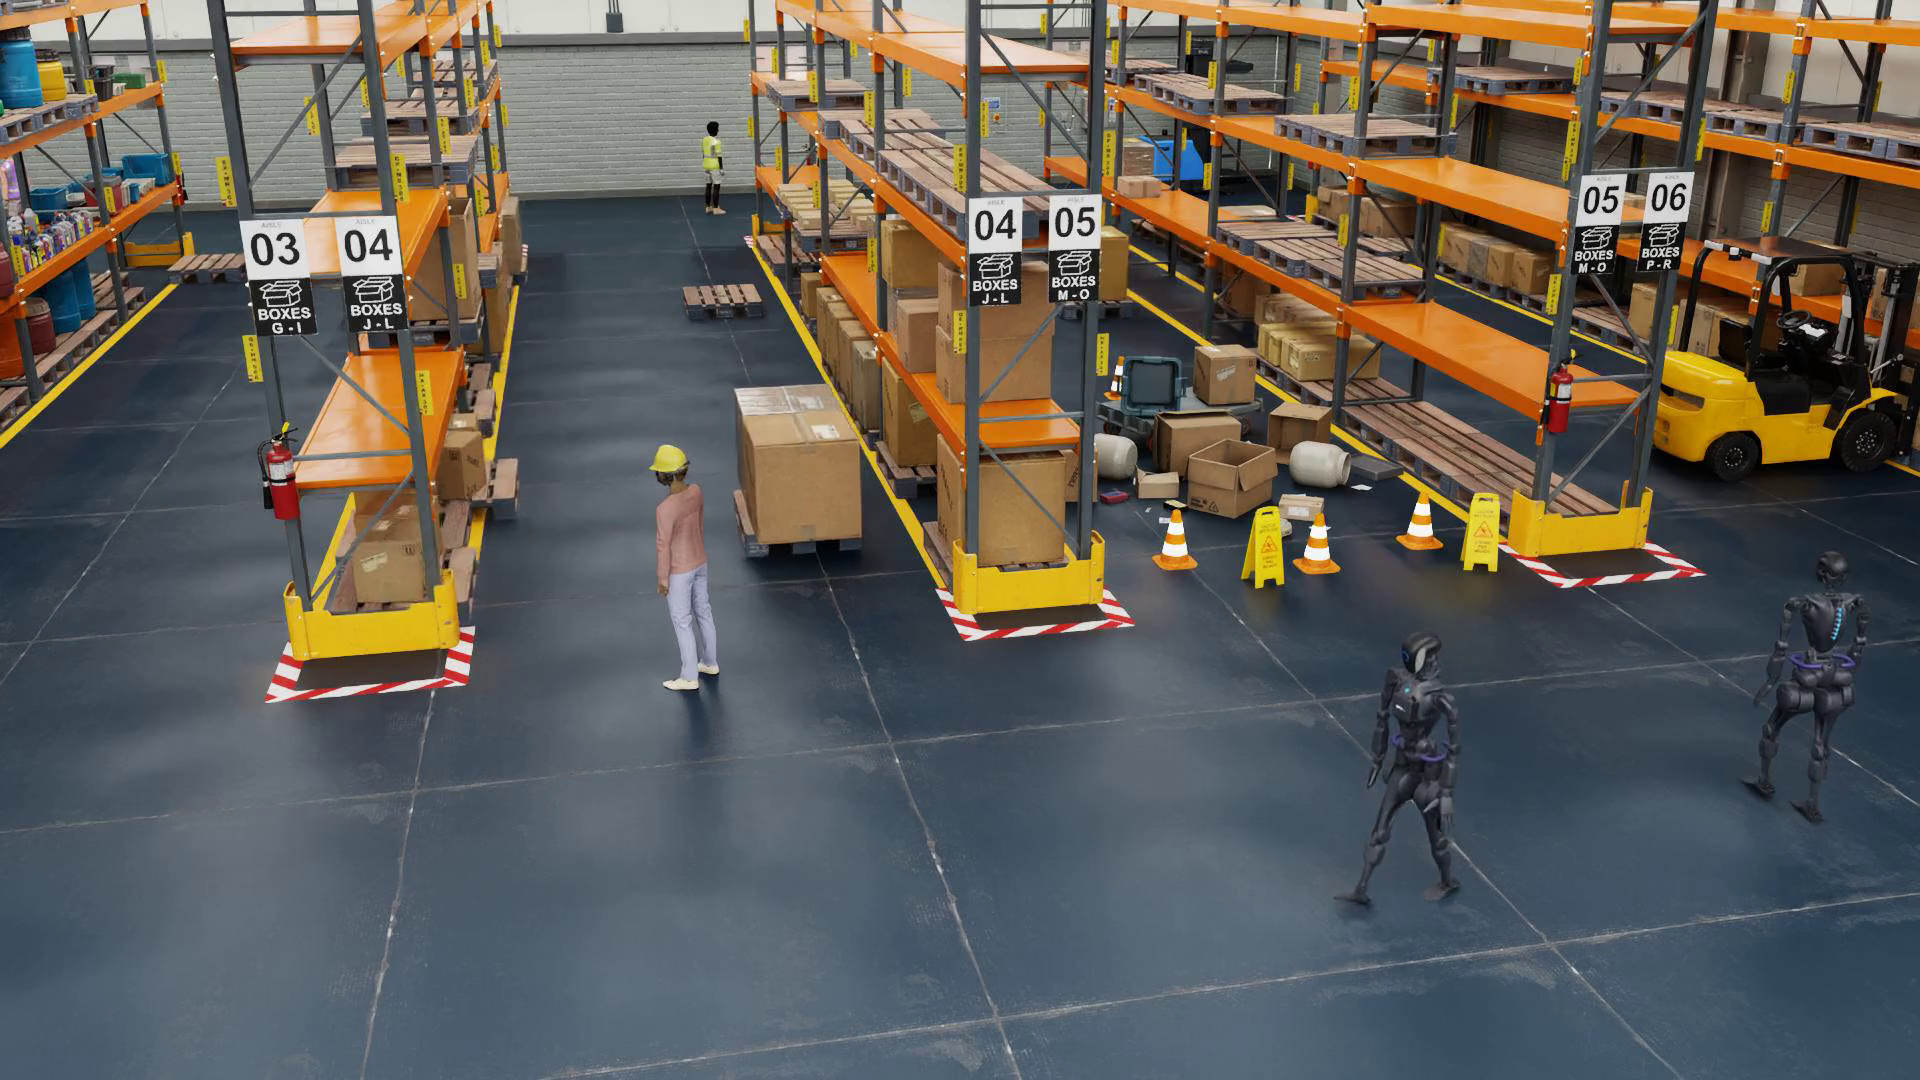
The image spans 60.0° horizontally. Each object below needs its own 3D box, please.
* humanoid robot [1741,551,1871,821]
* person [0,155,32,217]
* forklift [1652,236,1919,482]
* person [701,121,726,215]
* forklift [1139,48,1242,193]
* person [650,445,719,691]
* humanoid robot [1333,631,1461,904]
[{"bbox_3d":[5.083,0.835,9.940,0.603,1.643,0.541,-1,20,-2],"label":"humanoid robot"},{"bbox_3d":[-15.367,-5.566,27.155,0.347,1.688,0.491,11,23,26],"label":"person"},{"bbox_3d":[8.013,-1.814,16.330,2.313,2.155,1.214,-4,21,-12],"label":"forklift"},{"bbox_3d":[-4.536,-6.833,30.562,0.540,1.685,0.319,18,27,40],"label":"person"},{"bbox_3d":[4.566,-8.313,32.860,1.873,2.768,1.129,-4,21,-12],"label":"forklift"},{"bbox_3d":[-1.946,0.187,11.565,0.341,1.760,0.521,9,22,22],"label":"person"},{"bbox_3d":[2.435,1.246,8.888,0.774,1.624,0.602,-12,23,-29],"label":"humanoid robot"}]
